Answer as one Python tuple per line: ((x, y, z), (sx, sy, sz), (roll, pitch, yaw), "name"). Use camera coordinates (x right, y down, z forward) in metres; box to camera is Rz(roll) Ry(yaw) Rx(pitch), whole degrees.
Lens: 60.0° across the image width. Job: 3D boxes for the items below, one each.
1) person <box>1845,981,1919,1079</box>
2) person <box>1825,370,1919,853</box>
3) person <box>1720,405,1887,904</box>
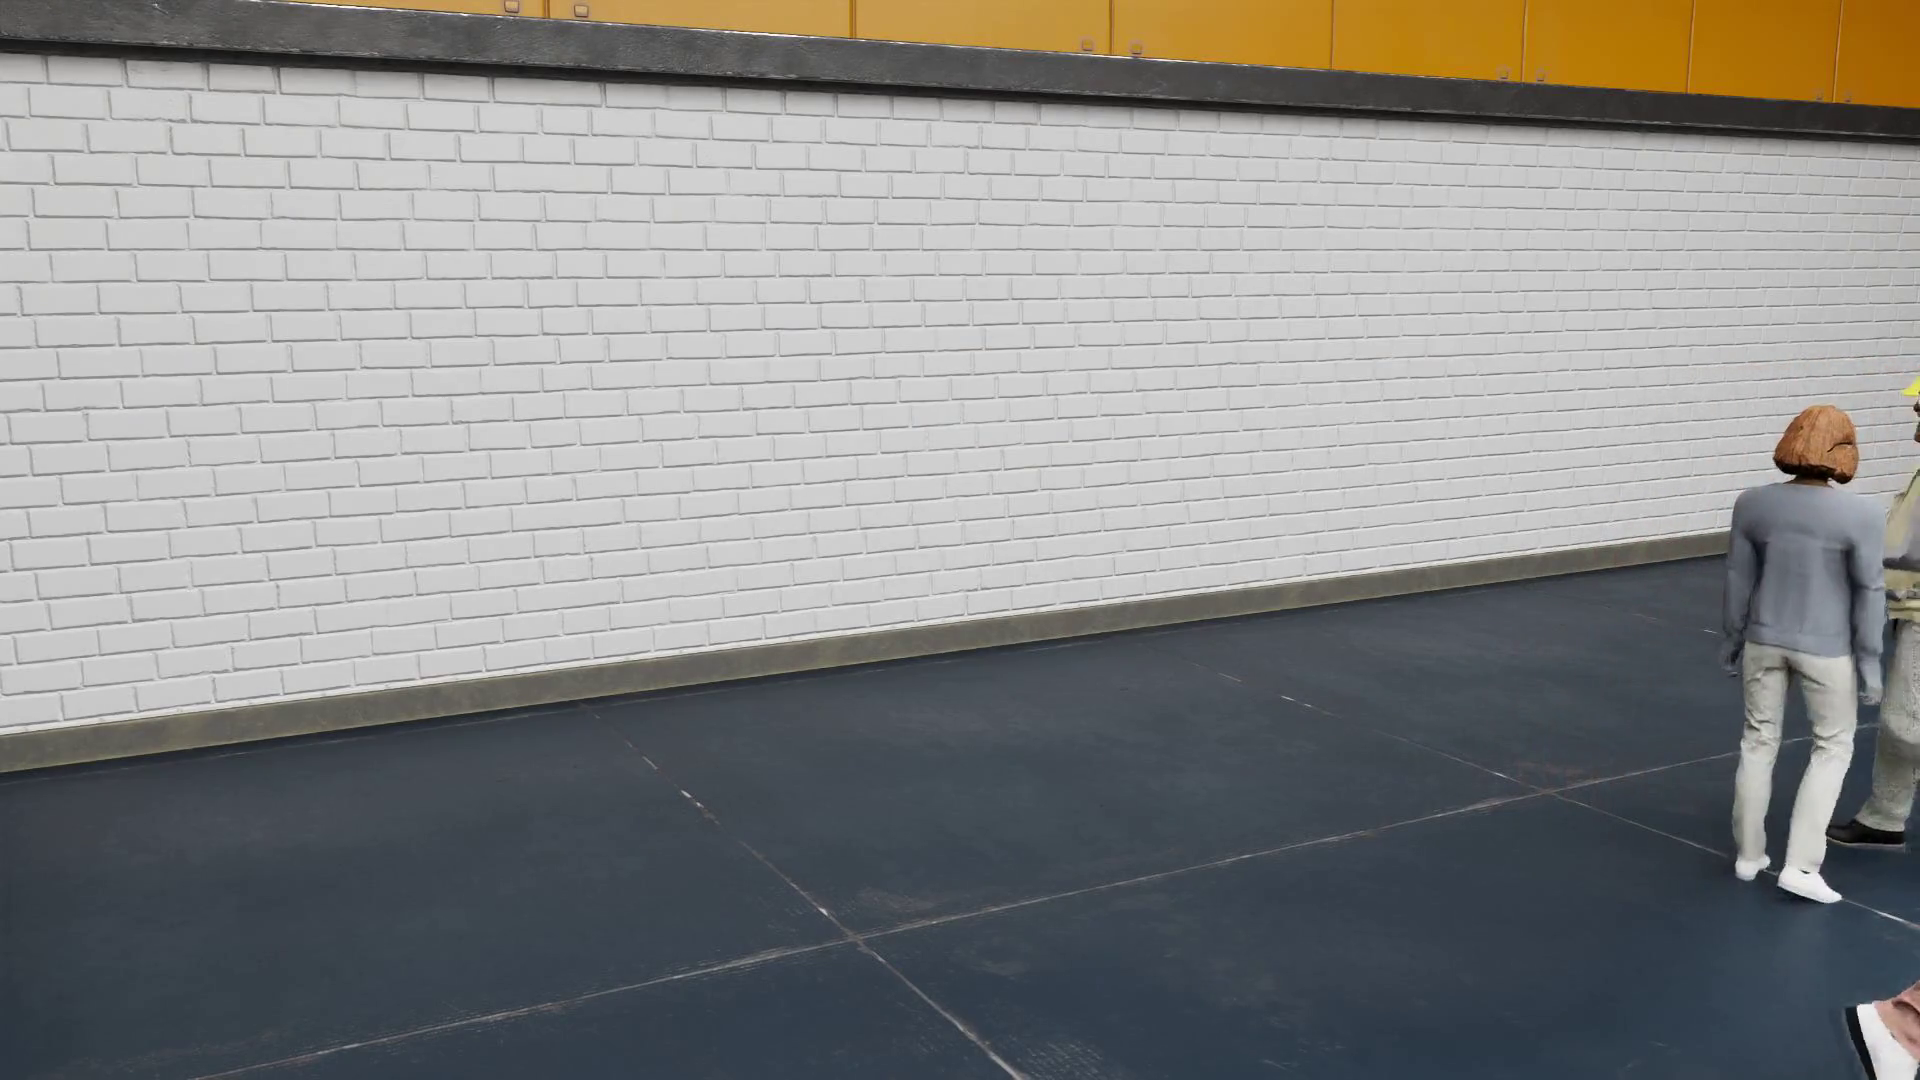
((2.510, 0.522, 3.877), (0.651, 1.885, 0.651), (3, 10, 15), "person")
((3.343, 0.237, 5.706), (0.554, 1.821, 0.615), (5, 11, 25), "person")
((2.758, 0.373, 5.492), (0.358, 1.627, 0.556), (-7, 12, -36), "person")
